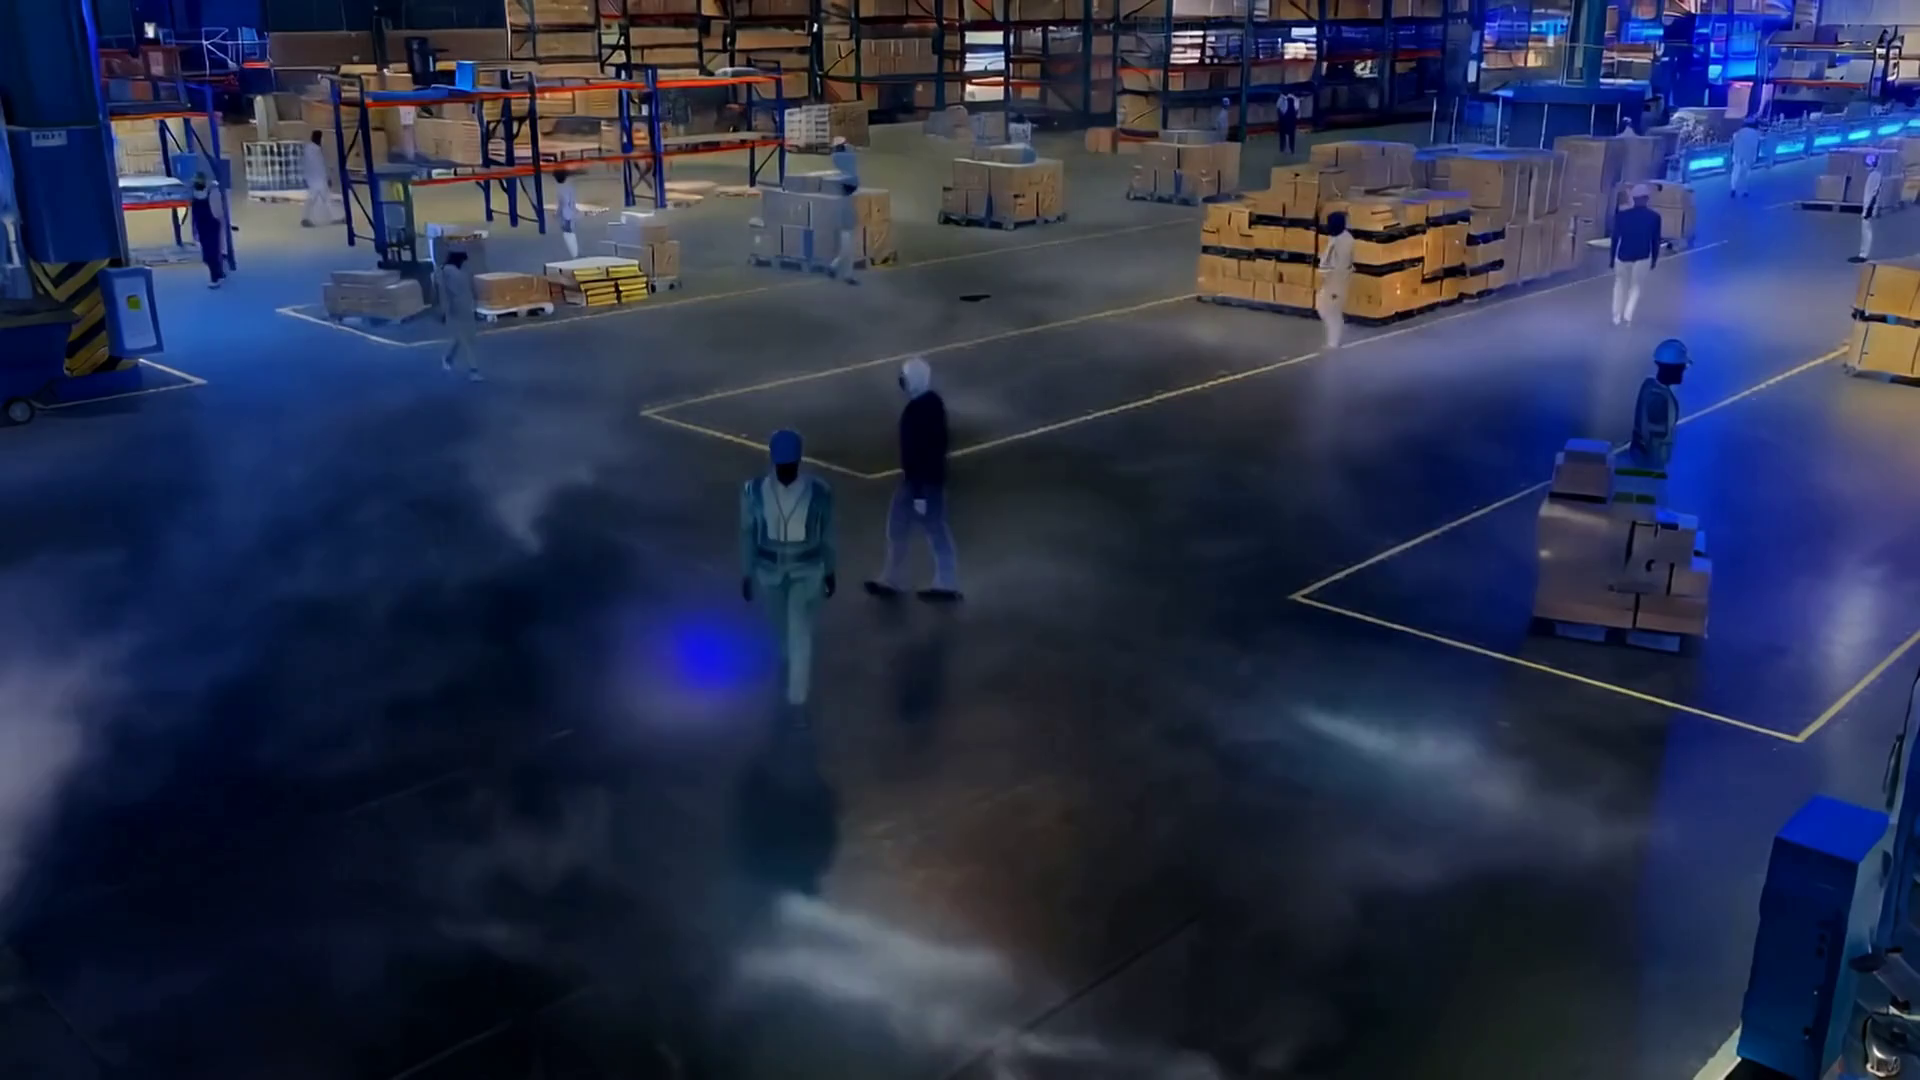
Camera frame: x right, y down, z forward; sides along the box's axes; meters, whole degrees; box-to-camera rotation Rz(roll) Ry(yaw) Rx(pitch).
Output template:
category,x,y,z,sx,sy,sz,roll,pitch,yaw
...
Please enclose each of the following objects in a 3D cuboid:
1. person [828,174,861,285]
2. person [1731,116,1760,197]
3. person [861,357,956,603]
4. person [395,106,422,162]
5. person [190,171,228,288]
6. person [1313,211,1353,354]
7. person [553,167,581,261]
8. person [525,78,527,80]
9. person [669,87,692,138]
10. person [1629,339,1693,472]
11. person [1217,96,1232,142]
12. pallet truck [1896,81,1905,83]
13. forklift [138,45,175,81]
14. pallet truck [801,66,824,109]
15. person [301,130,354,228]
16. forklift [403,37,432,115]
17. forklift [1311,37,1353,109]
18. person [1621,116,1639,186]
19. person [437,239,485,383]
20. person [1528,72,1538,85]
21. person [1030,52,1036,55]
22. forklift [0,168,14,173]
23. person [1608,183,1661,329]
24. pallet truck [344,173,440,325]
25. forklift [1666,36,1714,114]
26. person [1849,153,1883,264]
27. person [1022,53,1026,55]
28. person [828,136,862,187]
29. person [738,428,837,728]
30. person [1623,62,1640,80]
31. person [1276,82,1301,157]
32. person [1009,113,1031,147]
category,x,y,z,sx,sy,sz,roll,pitch,yaw
person,-1.822,-4.914,26.337,0.482,1.750,0.542,11,21,31
person,17.734,-8.673,37.623,0.603,1.788,0.933,14,23,36
person,-0.403,-0.458,12.680,0.882,1.902,0.647,7,19,19
person,-14.884,-11.187,45.030,0.627,1.884,0.869,-16,24,-40
person,-11.793,-4.847,26.028,0.535,1.826,0.412,6,19,18
person,4.792,-3.291,21.339,0.455,1.828,0.657,2,18,5
person,-6.664,-5.471,28.158,0.332,1.672,0.597,1,18,3
person,-12.991,-12.940,50.242,0.378,1.936,0.548,15,24,38
person,-8.161,-12.363,48.546,0.612,1.920,1.033,-5,19,-14
person,5.512,-0.643,13.207,0.369,1.928,0.585,5,19,14
person,6.689,-10.374,42.532,0.541,1.924,0.571,1,18,4
pallet truck,34.802,-16.331,61.455,0.653,1.274,1.630,17,25,41
forklift,-25.348,-14.259,52.741,1.129,2.768,1.873,3,19,10
pallet truck,-4.812,-15.182,56.903,0.823,1.965,1.885,-9,21,-26
person,-12.616,-7.127,32.817,1.037,1.881,0.653,-8,20,-23
forklift,-19.968,-17.103,61.309,1.129,2.768,1.873,12,22,33
forklift,13.876,-17.077,61.231,1.129,2.768,1.873,17,25,41
person,14.941,-8.508,37.077,0.848,1.832,0.510,11,21,30
person,-6.055,-2.788,20.027,0.875,1.705,0.494,15,23,38
person,20.747,-16.168,60.481,0.671,1.602,0.514,-4,19,-11
person,3.420,-22.865,80.330,0.806,1.814,0.569,-16,24,-40
forklift,-24.990,-10.578,41.652,1.129,2.768,1.873,17,25,41
person,9.411,-3.984,23.219,0.653,1.955,0.938,7,20,20
pallet truck,-8.209,-4.181,23.757,0.823,1.965,1.885,3,19,9
forklift,27.341,-17.291,61.877,1.129,2.768,1.873,17,25,41
person,15.557,-5.670,28.463,0.312,1.864,0.515,6,19,19
person,2.756,-20.564,73.408,0.853,1.816,0.620,14,23,37
person,-2.125,-6.637,31.338,0.733,1.894,0.366,-7,20,-20
person,-1.115,0.163,10.830,0.635,1.914,0.939,0,18,1
person,24.694,-16.616,61.314,0.633,1.938,0.356,1,18,3
person,9.159,-11.787,46.607,0.674,2.000,0.535,-5,19,-15
person,1.430,-9.384,39.912,0.533,1.692,0.319,2,19,7
